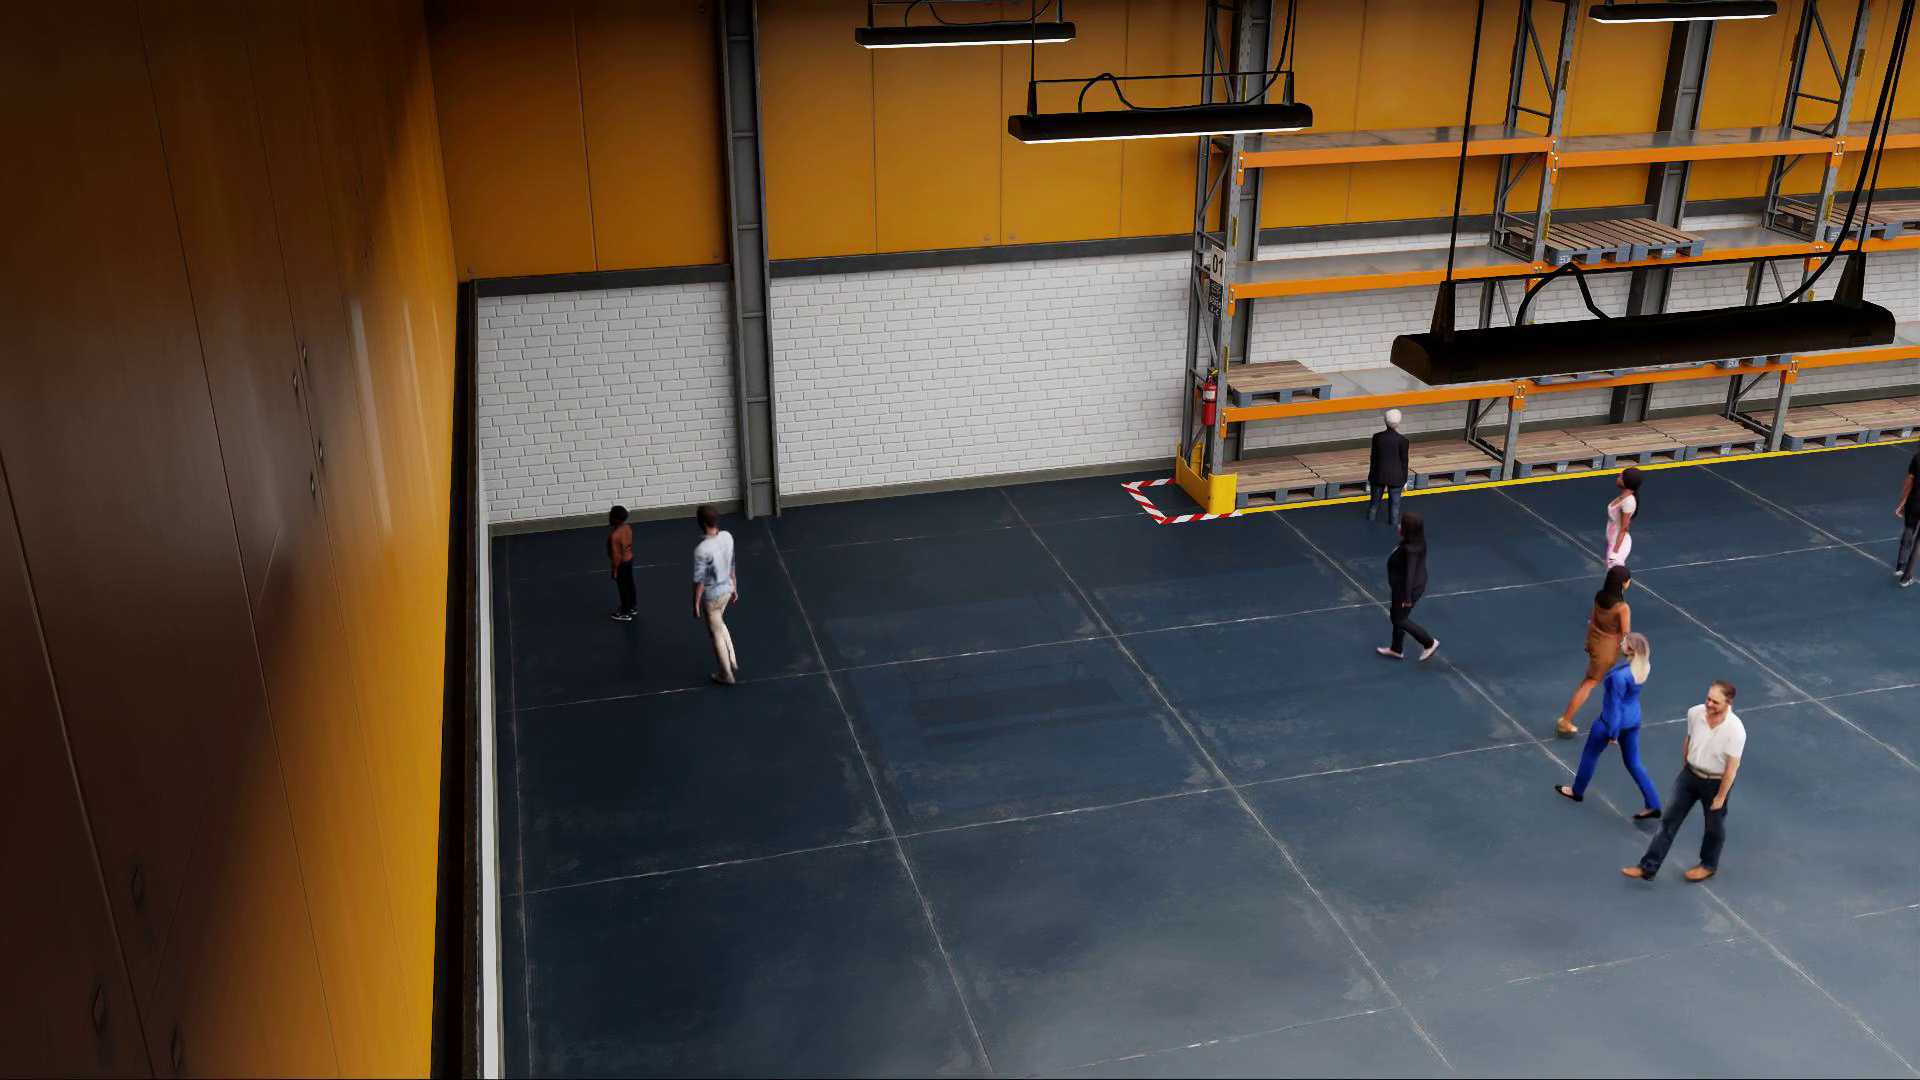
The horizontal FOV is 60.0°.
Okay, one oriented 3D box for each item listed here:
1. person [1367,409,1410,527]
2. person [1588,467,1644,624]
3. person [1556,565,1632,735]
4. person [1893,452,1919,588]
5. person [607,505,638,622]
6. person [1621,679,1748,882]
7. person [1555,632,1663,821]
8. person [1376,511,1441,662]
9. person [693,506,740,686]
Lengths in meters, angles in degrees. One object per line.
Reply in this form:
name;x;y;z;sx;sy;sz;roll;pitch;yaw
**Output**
person;5.085;-0.690;19.714;0.825;1.780;0.786;15;28;30
person;6.749;0.068;17.025;0.735;1.742;0.700;9;25;19
person;5.710;1.036;14.944;1.060;1.636;0.585;-6;24;-13
person;10.337;-0.345;17.871;0.790;1.823;0.814;20;31;38
person;-3.503;0.225;17.275;0.620;1.255;0.593;7;25;16
person;5.847;1.860;12.836;1.142;1.814;0.818;-11;26;-23
person;5.536;1.559;13.713;1.144;1.665;0.983;-17;29;-35
person;4.462;0.475;16.269;0.968;1.604;0.869;7;25;15
person;-2.242;0.551;15.804;0.854;1.835;0.783;15;28;31
